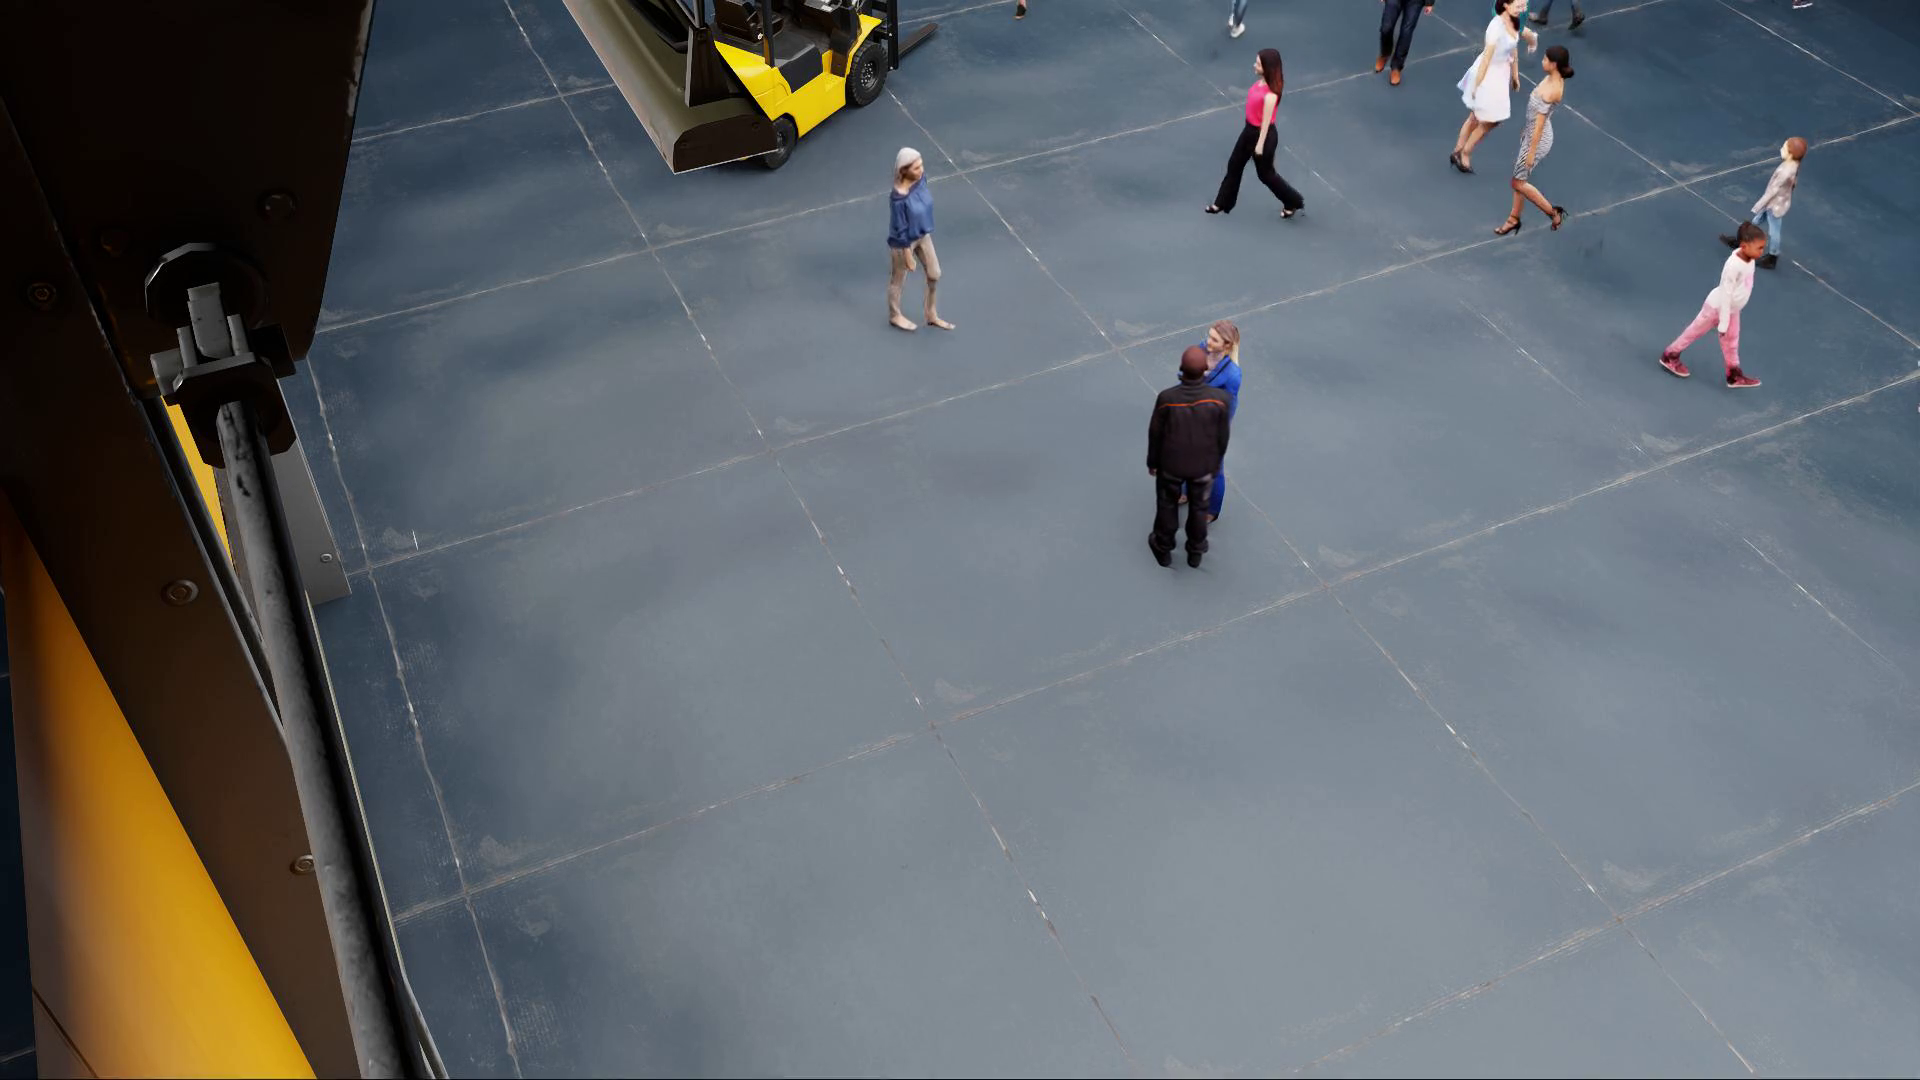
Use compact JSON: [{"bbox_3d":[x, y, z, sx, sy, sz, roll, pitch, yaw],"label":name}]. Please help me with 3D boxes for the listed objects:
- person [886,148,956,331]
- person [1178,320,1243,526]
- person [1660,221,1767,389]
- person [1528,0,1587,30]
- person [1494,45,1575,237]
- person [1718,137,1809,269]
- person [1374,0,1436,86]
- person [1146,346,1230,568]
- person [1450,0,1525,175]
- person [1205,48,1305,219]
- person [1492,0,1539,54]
[{"bbox_3d":[-0.477,-2.382,13.201,0.923,1.682,0.840,23,48,22],"label":"person"},{"bbox_3d":[1.733,-0.819,11.547,0.692,1.700,0.505,-22,48,-21],"label":"person"},{"bbox_3d":[5.810,-1.830,12.818,0.776,1.410,1.058,-33,53,-30],"label":"person"},{"bbox_3d":[6.304,-5.900,17.170,0.625,1.300,0.867,-29,51,-27],"label":"person"},{"bbox_3d":[4.967,-3.318,14.095,0.924,1.803,0.863,14,45,14],"label":"person"},{"bbox_3d":[6.942,-2.819,14.031,0.830,1.171,0.709,23,48,22],"label":"person"},{"bbox_3d":[4.394,-5.381,16.271,0.820,1.789,0.876,13,45,13],"label":"person"},{"bbox_3d":[1.530,-0.530,11.160,0.795,1.816,0.801,3,44,3],"label":"person"},{"bbox_3d":[4.667,-4.129,14.953,0.939,1.795,0.843,27,50,26],"label":"person"},{"bbox_3d":[2.674,-3.458,14.372,0.934,1.624,1.097,-1,44,-1],"label":"person"},{"bbox_3d":[5.496,-5.327,16.304,0.728,1.666,0.921,-27,50,-26],"label":"person"}]
